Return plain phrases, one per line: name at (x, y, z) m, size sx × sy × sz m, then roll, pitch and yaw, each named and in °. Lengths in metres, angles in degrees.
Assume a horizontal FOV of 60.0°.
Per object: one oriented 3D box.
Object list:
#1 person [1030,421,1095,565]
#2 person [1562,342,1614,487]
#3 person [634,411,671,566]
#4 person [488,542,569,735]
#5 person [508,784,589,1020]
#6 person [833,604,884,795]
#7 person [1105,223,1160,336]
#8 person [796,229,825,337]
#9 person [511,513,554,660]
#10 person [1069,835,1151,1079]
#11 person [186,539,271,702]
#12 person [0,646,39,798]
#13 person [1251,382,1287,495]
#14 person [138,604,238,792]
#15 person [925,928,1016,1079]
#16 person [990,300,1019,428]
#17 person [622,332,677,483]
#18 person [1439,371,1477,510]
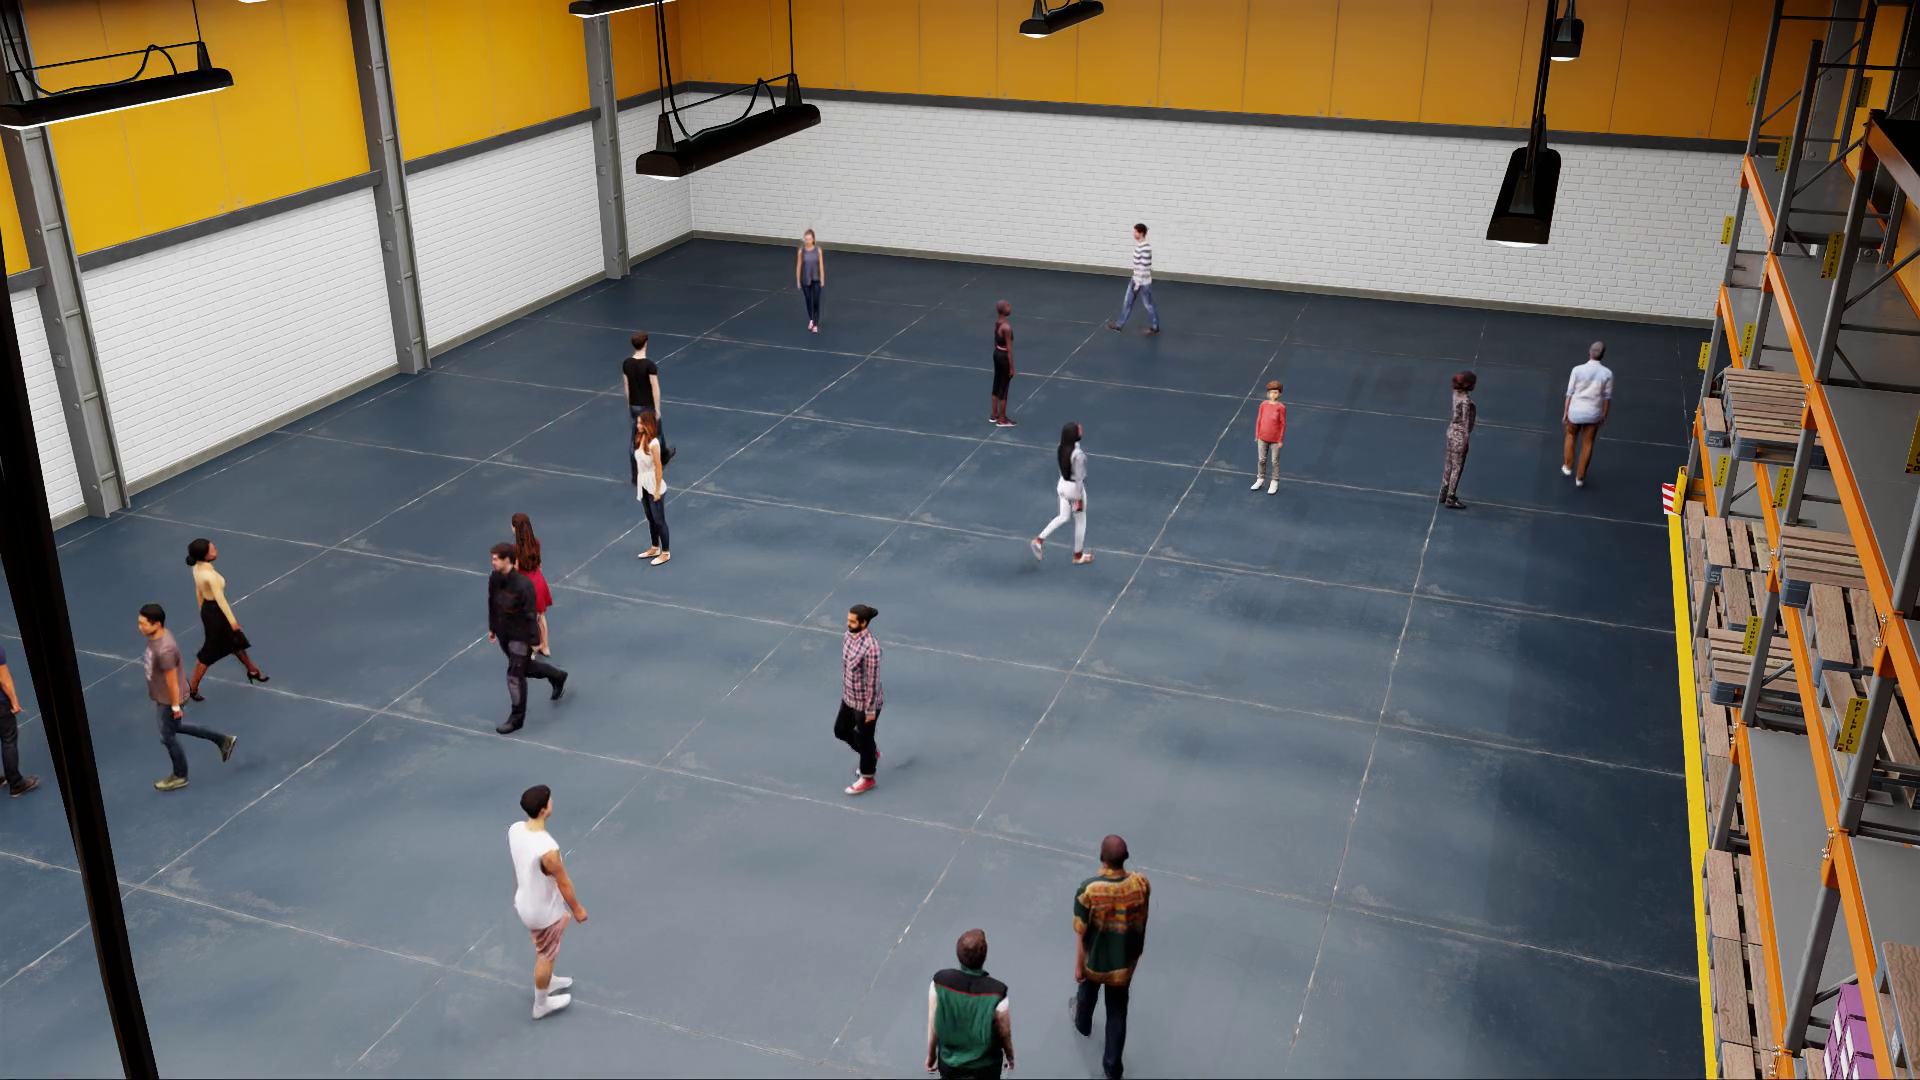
person at (1.163, -0.499, 18.543) m, size 1.050 × 1.707 × 0.991 m, roll -10°, pitch 26°, yaw -22°
person at (7.834, -1.553, 20.837) m, size 0.694 × 1.802 × 0.803 m, roll 8°, pitch 25°, yaw 18°
person at (-3.447, -0.596, 18.669) m, size 0.685 × 1.785 × 0.664 m, roll -17°, pitch 29°, yaw -34°
person at (-4.008, 0.847, 15.347) m, size 0.970 × 1.802 × 1.248 m, roll 18°, pitch 30°, yaw 36°
person at (-2.977, 2.551, 11.492) m, size 0.821 × 1.767 × 0.782 m, roll -18°, pitch 30°, yaw -36°
person at (-0.786, 1.339, 14.288) m, size 0.886 × 1.748 × 0.845 m, roll -16°, pitch 28°, yaw -32°
person at (3.023, -4.171, 26.817) m, size 1.121 × 1.809 × 1.169 m, roll -6°, pitch 24°, yaw -13°
person at (-2.418, -4.203, 27.051) m, size 0.853 × 1.679 × 1.194 m, roll 0°, pitch 24°, yaw -1°
person at (-4.286, 0.463, 16.539) m, size 0.670 × 1.550 × 0.602 m, roll 15°, pitch 28°, yaw 30°
person at (1.001, 2.798, 10.917) m, size 1.012 × 1.775 × 1.167 m, roll -4°, pitch 24°, yaw -10°
person at (-7.106, 0.796, 15.699) m, size 1.109 × 1.613 × 0.930 m, roll -18°, pitch 29°, yaw -35°
person at (-8.297, 1.356, 14.202) m, size 0.637 × 1.785 × 0.560 m, roll 7°, pitch 25°, yaw 15°
person at (3.870, -1.290, 20.721) m, size 0.572 × 1.413 × 0.565 m, roll 15°, pitch 28°, yaw 31°
person at (-6.706, 1.314, 14.331) m, size 1.072 × 1.760 × 0.971 m, roll -14°, pitch 27°, yaw -29°
person at (0.028, 3.181, 9.999) m, size 0.654 × 1.810 × 0.995 m, roll 8°, pitch 25°, yaw 18°
person at (0.578, -2.452, 22.947) m, size 0.732 × 1.760 × 0.669 m, roll -10°, pitch 26°, yaw -22°
person at (-4.040, -1.632, 20.968) m, size 0.770 × 1.841 × 1.224 m, roll 6°, pitch 24°, yaw 14°
person at (6.050, -1.233, 20.209) m, size 0.714 × 1.718 × 0.608 m, roll -1°, pitch 24°, yaw -3°
